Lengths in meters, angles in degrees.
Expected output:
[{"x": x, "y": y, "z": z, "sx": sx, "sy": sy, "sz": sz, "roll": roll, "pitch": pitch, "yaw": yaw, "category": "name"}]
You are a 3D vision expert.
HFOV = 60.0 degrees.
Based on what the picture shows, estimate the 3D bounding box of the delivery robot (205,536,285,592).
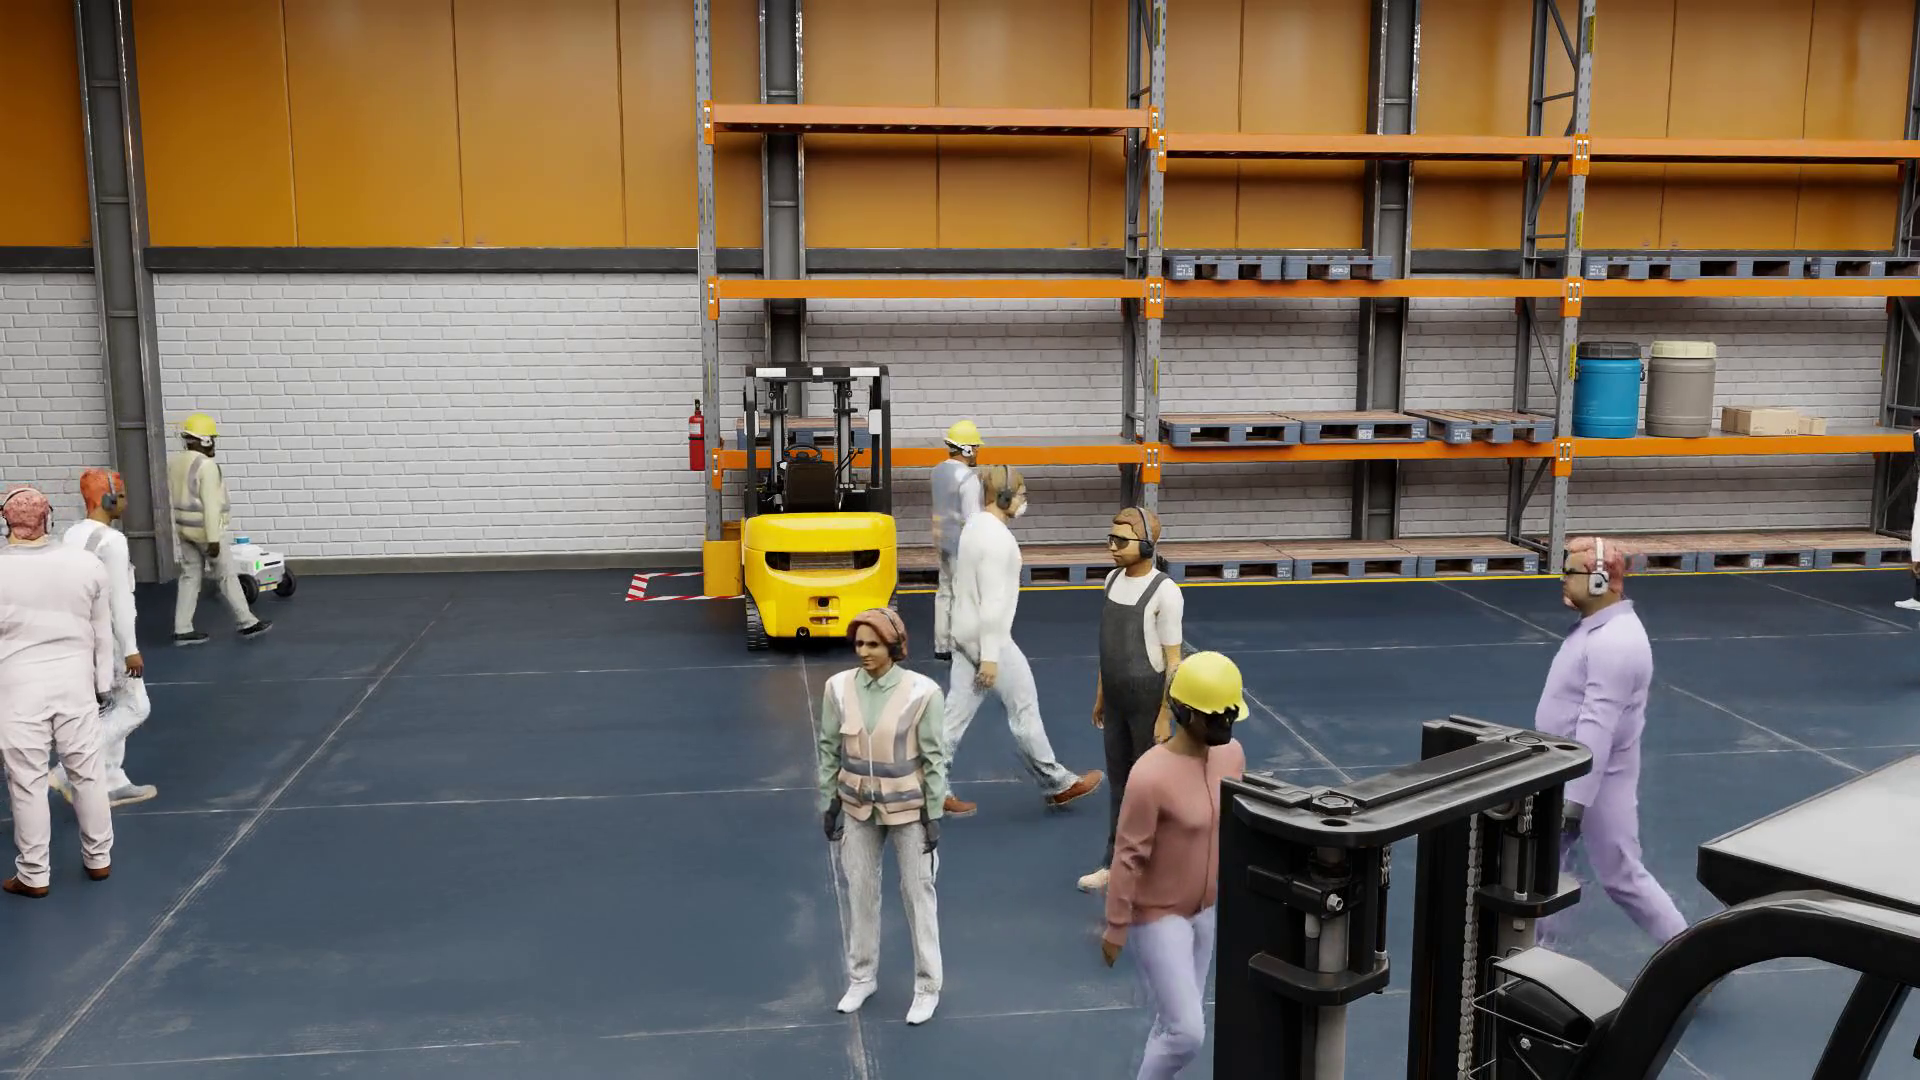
[{"x": -6.342, "y": 0.211, "z": 14.734, "sx": 0.707, "sy": 0.478, "sz": 0.477, "roll": 5, "pitch": 10, "yaw": 26, "category": "delivery robot"}]

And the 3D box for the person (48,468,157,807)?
[{"x": -4.598, "y": 0.550, "z": 8.833, "sx": 0.611, "sy": 1.863, "sz": 0.499, "roll": 8, "pitch": 12, "yaw": 42, "category": "person"}]

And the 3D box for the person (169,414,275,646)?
[{"x": -5.859, "y": -0.083, "z": 12.995, "sx": 0.617, "sy": 1.809, "sz": 0.689, "roll": 7, "pitch": 11, "yaw": 35, "category": "person"}]

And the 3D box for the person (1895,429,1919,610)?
[{"x": 8.361, "y": -0.343, "z": 14.248, "sx": 0.596, "sy": 1.916, "sz": 0.374, "roll": -4, "pitch": 10, "yaw": -22, "category": "person"}]

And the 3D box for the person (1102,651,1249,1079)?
[{"x": 0.702, "y": 1.185, "z": 5.273, "sx": 0.461, "sy": 1.739, "sz": 0.534, "roll": 9, "pitch": 12, "yaw": 43, "category": "person"}]

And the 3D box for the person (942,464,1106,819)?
[{"x": 0.243, "y": 0.544, "z": 8.823, "sx": 1.040, "sy": 1.877, "sz": 0.638, "roll": -2, "pitch": 9, "yaw": -13, "category": "person"}]

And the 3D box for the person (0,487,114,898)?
[{"x": -4.284, "y": 0.703, "z": 7.749, "sx": 0.407, "sy": 1.910, "sz": 0.639, "roll": 8, "pitch": 12, "yaw": 40, "category": "person"}]

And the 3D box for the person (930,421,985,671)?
[{"x": 0.012, "y": 0.041, "z": 12.142, "sx": 0.403, "sy": 1.824, "sz": 0.589, "roll": -5, "pitch": 10, "yaw": -27, "category": "person"}]

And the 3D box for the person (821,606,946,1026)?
[{"x": -0.293, "y": 1.055, "z": 6.423, "sx": 0.517, "sy": 1.628, "sz": 0.321, "roll": 4, "pitch": 10, "yaw": 22, "category": "person"}]

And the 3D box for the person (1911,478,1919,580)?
[{"x": 6.991, "y": 0.114, "z": 11.555, "sx": 0.776, "sy": 1.855, "sz": 0.600, "roll": -8, "pitch": 12, "yaw": -40, "category": "person"}]

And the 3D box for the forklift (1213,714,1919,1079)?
[{"x": 1.441, "y": 1.425, "z": 2.350, "sx": 1.214, "sy": 2.155, "sz": 2.313, "roll": -7, "pitch": 12, "yaw": -39, "category": "forklift"}]

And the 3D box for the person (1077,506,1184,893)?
[{"x": 0.792, "y": 0.759, "z": 7.593, "sx": 0.344, "sy": 1.847, "sz": 0.504, "roll": -6, "pitch": 11, "yaw": -34, "category": "person"}]

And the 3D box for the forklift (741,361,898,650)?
[{"x": -1.154, "y": -0.340, "z": 13.365, "sx": 1.214, "sy": 2.155, "sz": 2.313, "roll": -1, "pitch": 9, "yaw": -7, "category": "forklift"}]

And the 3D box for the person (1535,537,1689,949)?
[{"x": 2.545, "y": 0.916, "z": 6.551, "sx": 0.946, "sy": 1.874, "sz": 0.639, "roll": 2, "pitch": 9, "yaw": 10, "category": "person"}]
